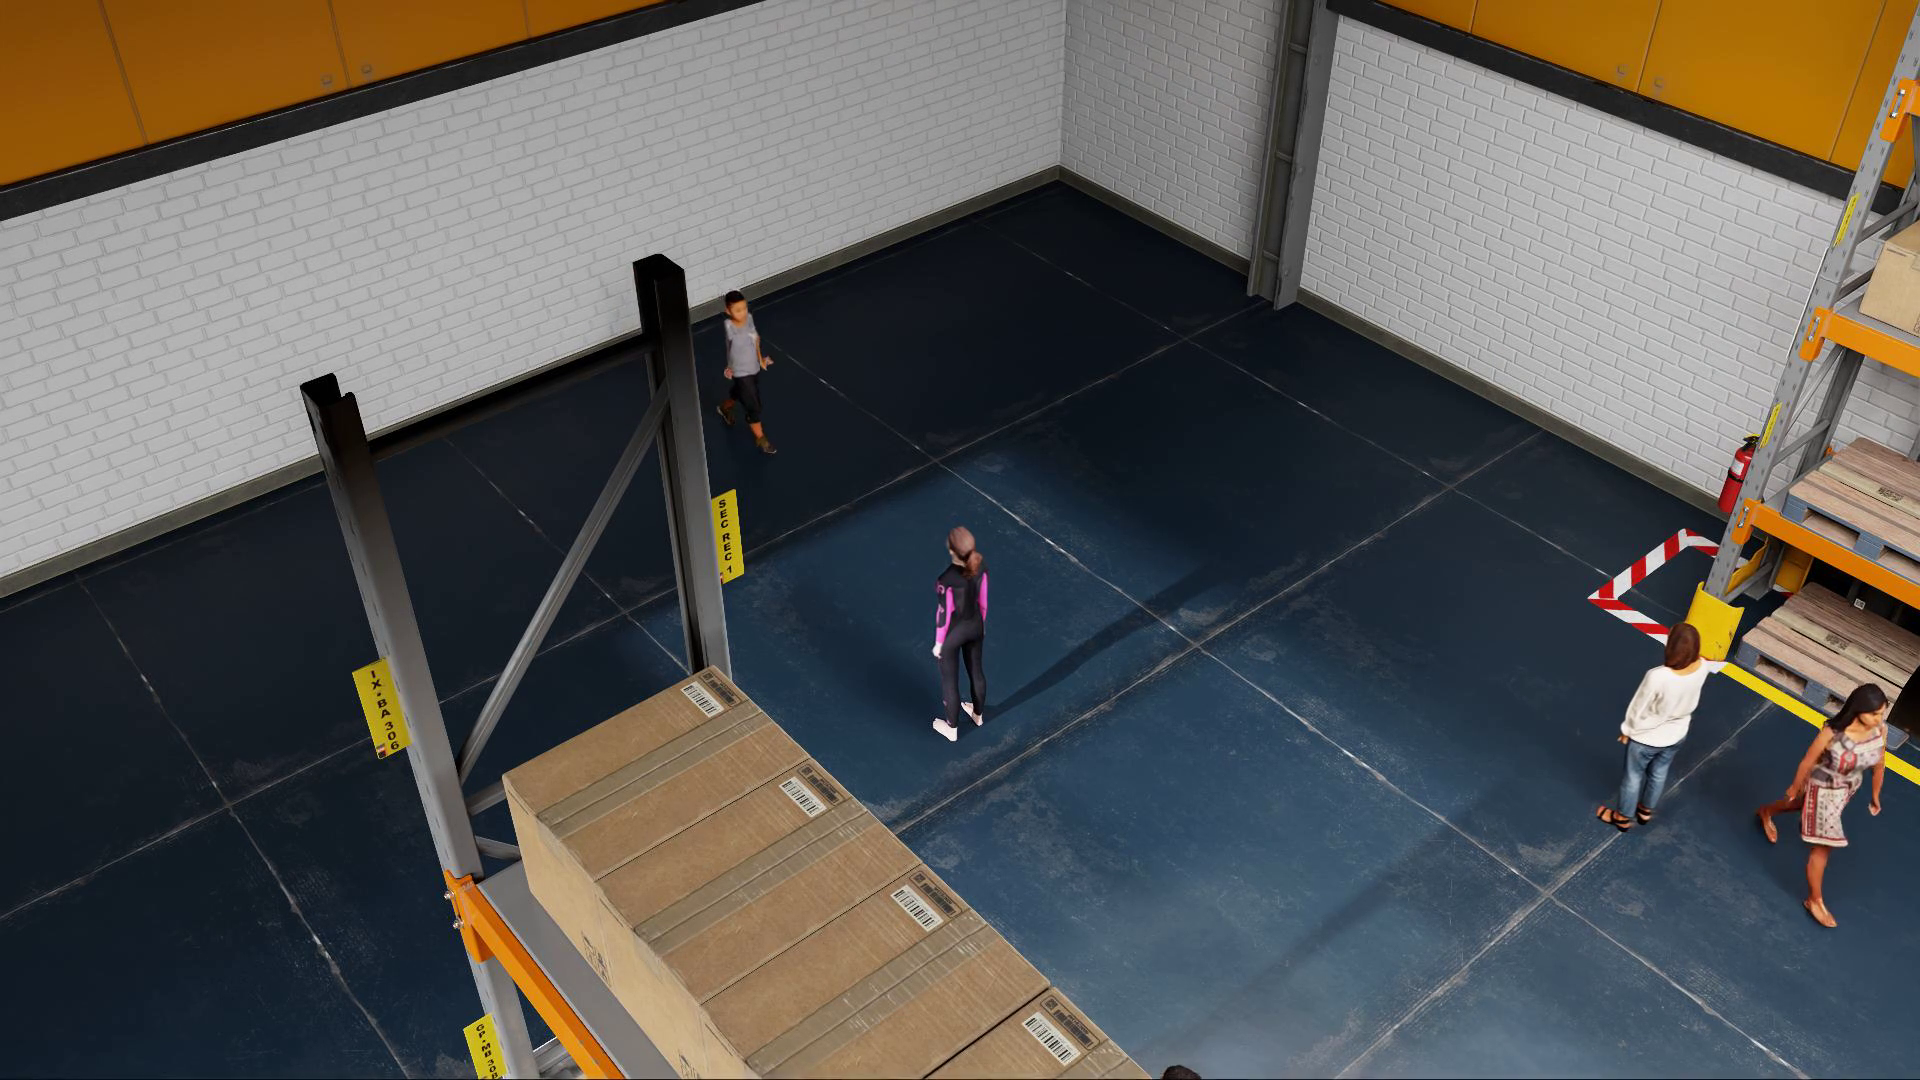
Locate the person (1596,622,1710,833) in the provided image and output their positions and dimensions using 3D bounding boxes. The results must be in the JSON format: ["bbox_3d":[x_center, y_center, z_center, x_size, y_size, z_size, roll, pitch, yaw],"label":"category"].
[{"bbox_3d":[4.322,1.177,10.267,0.687,1.677,0.670,-11,40,-14],"label":"person"}]

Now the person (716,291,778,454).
[{"bbox_3d":[-1.834,-1.500,13.815,1.024,1.431,0.667,28,46,31],"label":"person"}]

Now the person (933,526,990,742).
[{"bbox_3d":[0.001,0.602,10.924,0.563,1.754,0.588,-24,45,-27],"label":"person"}]

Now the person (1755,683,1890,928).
[{"bbox_3d":[5.184,1.426,10.012,0.953,1.603,1.224,-9,39,-11],"label":"person"}]
